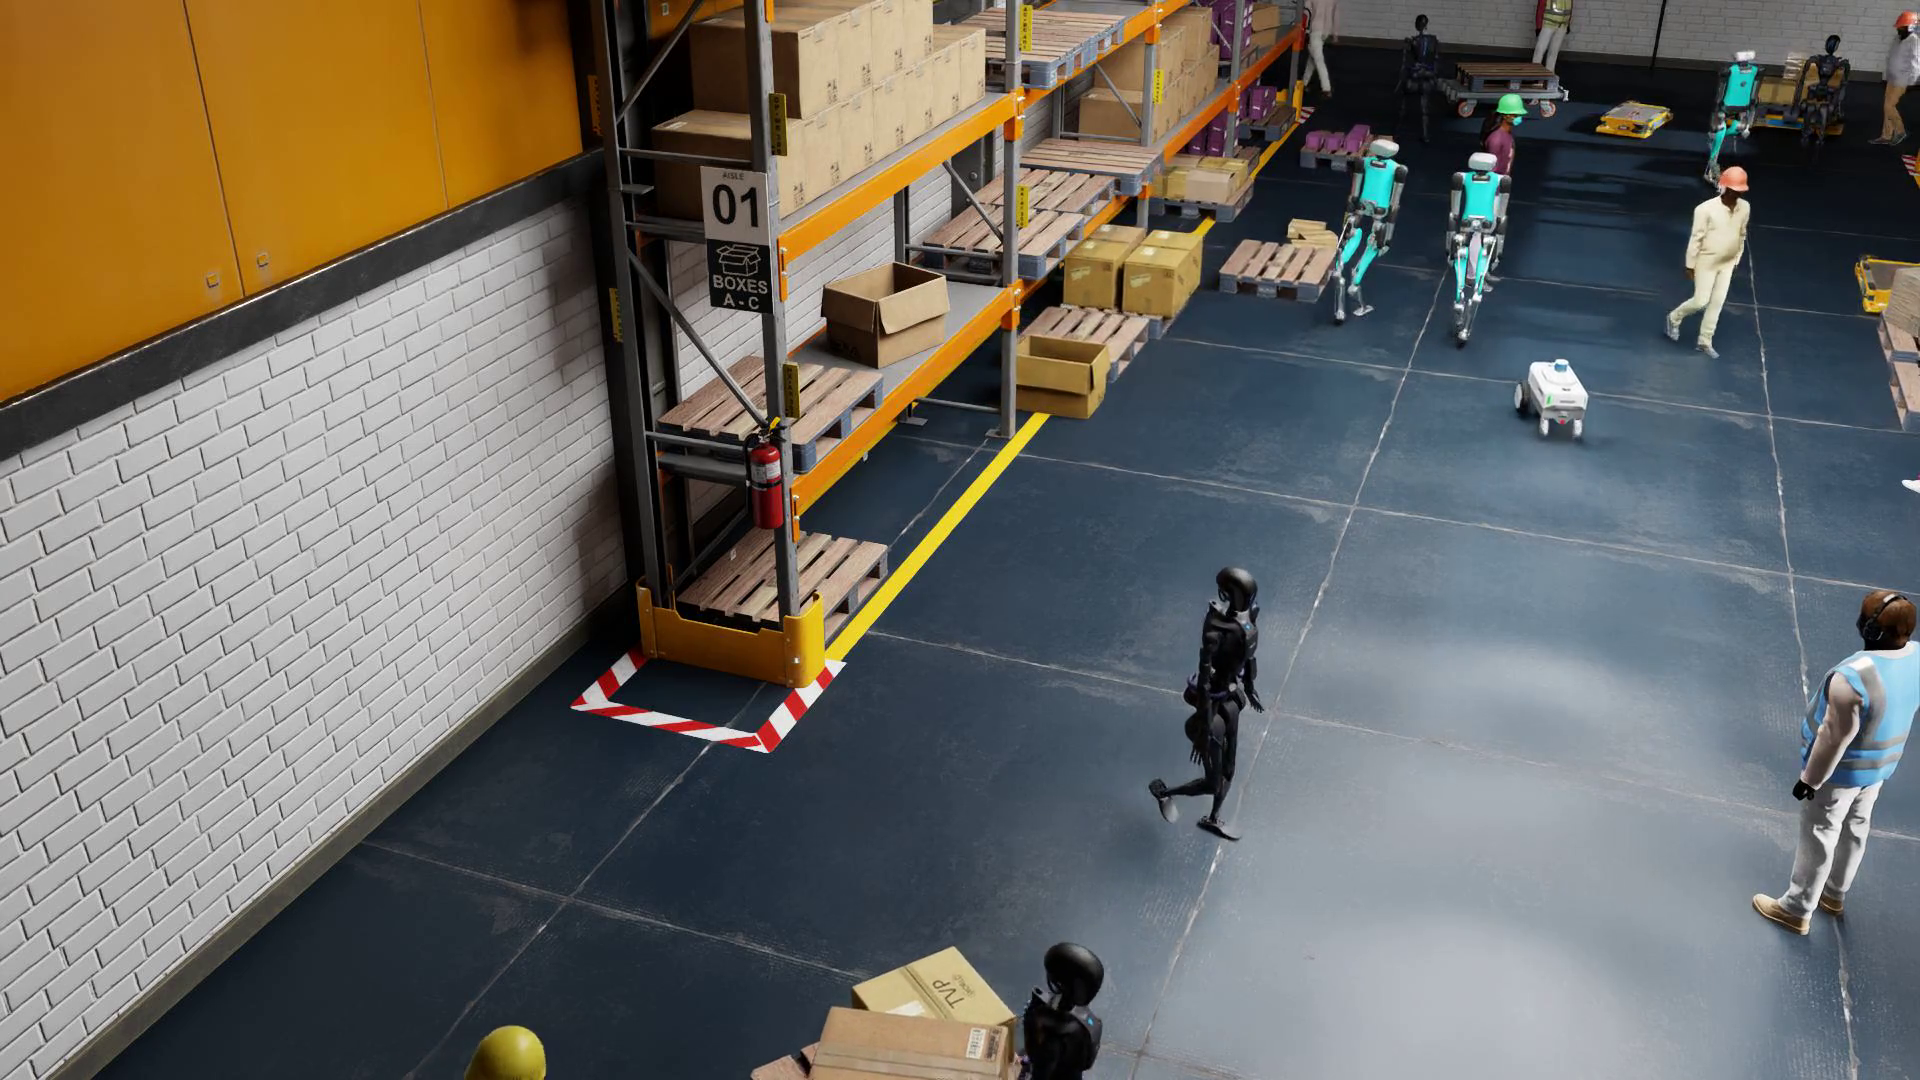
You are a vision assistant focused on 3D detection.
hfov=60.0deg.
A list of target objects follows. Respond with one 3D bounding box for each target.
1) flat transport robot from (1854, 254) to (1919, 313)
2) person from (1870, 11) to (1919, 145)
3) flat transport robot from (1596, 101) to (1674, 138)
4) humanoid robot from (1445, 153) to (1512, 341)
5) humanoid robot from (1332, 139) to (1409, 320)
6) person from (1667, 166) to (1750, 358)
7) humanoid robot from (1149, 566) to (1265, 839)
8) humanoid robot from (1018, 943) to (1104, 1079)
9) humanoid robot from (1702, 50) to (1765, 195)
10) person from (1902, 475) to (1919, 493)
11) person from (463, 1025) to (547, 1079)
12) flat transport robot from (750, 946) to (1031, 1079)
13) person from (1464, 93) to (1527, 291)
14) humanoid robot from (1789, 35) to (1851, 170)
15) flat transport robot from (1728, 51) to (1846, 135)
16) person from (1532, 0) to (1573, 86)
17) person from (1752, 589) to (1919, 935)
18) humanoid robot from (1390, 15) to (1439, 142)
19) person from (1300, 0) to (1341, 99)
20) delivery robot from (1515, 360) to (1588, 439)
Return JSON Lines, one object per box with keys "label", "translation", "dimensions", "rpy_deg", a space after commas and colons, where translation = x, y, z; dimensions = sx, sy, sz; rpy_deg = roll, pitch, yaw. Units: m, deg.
{"label": "flat transport robot", "translation": [9.396, -2.536, 16.670], "dimensions": [0.659, 0.231, 1.431], "rpy_deg": [10, 29, 19]}
{"label": "person", "translation": [12.349, -6.081, 21.943], "dimensions": [0.383, 1.732, 0.586], "rpy_deg": [0, 27, 0]}
{"label": "flat transport robot", "translation": [9.367, -5.823, 23.045], "dimensions": [0.659, 0.231, 1.431], "rpy_deg": [18, 32, 31]}
{"label": "humanoid robot", "translation": [4.673, -2.624, 15.195], "dimensions": [0.556, 1.727, 0.936], "rpy_deg": [10, 29, 19]}
{"label": "humanoid robot", "translation": [3.752, -2.823, 15.639], "dimensions": [0.547, 1.763, 0.895], "rpy_deg": [20, 33, 34]}
{"label": "person", "translation": [6.827, -2.544, 15.084], "dimensions": [0.565, 1.735, 0.506], "rpy_deg": [-8, 28, -15]}
{"label": "humanoid robot", "translation": [1.289, 0.820, 8.630], "dimensions": [0.487, 1.644, 0.594], "rpy_deg": [18, 32, 31]}
{"label": "humanoid robot", "translation": [0.325, 2.123, 6.110], "dimensions": [0.541, 1.636, 0.610], "rpy_deg": [9, 29, 16]}
{"label": "humanoid robot", "translation": [9.115, -4.986, 19.825], "dimensions": [0.559, 1.742, 1.031], "rpy_deg": [0, 27, -1]}
{"label": "person", "translation": [7.448, -1.114, 12.419], "dimensions": [0.506, 1.630, 0.268], "rpy_deg": [-5, 28, -9]}
{"label": "person", "translation": [-1.487, 2.398, 5.344], "dimensions": [0.702, 1.884, 0.508], "rpy_deg": [-9, 29, -16]}
{"label": "flat transport robot", "translation": [-0.082, 2.572, 6.761], "dimensions": [1.431, 0.231, 0.659], "rpy_deg": [-15, 31, -27]}
{"label": "person", "translation": [5.362, -3.507, 16.720], "dimensions": [0.421, 1.951, 0.489], "rpy_deg": [15, 31, 27]}
{"label": "humanoid robot", "translation": [10.791, -5.505, 20.898], "dimensions": [0.609, 1.641, 0.510], "rpy_deg": [14, 30, 25]}
{"label": "flat transport robot", "translation": [11.469, -5.834, 23.066], "dimensions": [1.431, 0.231, 0.659], "rpy_deg": [13, 30, 24]}
{"label": "person", "translation": [8.964, -7.765, 25.105], "dimensions": [0.629, 1.835, 0.429], "rpy_deg": [-9, 29, -17]}
{"label": "person", "translation": [4.241, 1.060, 7.975], "dimensions": [0.632, 1.846, 0.429], "rpy_deg": [-14, 30, -25]}
{"label": "humanoid robot", "translation": [6.131, -6.196, 22.283], "dimensions": [0.613, 1.622, 0.783], "rpy_deg": [-7, 28, -13]}
{"label": "person", "translation": [5.312, -7.513, 24.579], "dimensions": [0.635, 1.888, 1.038], "rpy_deg": [-14, 30, -25]}
{"label": "delivery robot", "translation": [4.934, -1.197, 13.781], "dimensions": [0.499, 0.614, 0.818], "rpy_deg": [2, 27, 5]}
